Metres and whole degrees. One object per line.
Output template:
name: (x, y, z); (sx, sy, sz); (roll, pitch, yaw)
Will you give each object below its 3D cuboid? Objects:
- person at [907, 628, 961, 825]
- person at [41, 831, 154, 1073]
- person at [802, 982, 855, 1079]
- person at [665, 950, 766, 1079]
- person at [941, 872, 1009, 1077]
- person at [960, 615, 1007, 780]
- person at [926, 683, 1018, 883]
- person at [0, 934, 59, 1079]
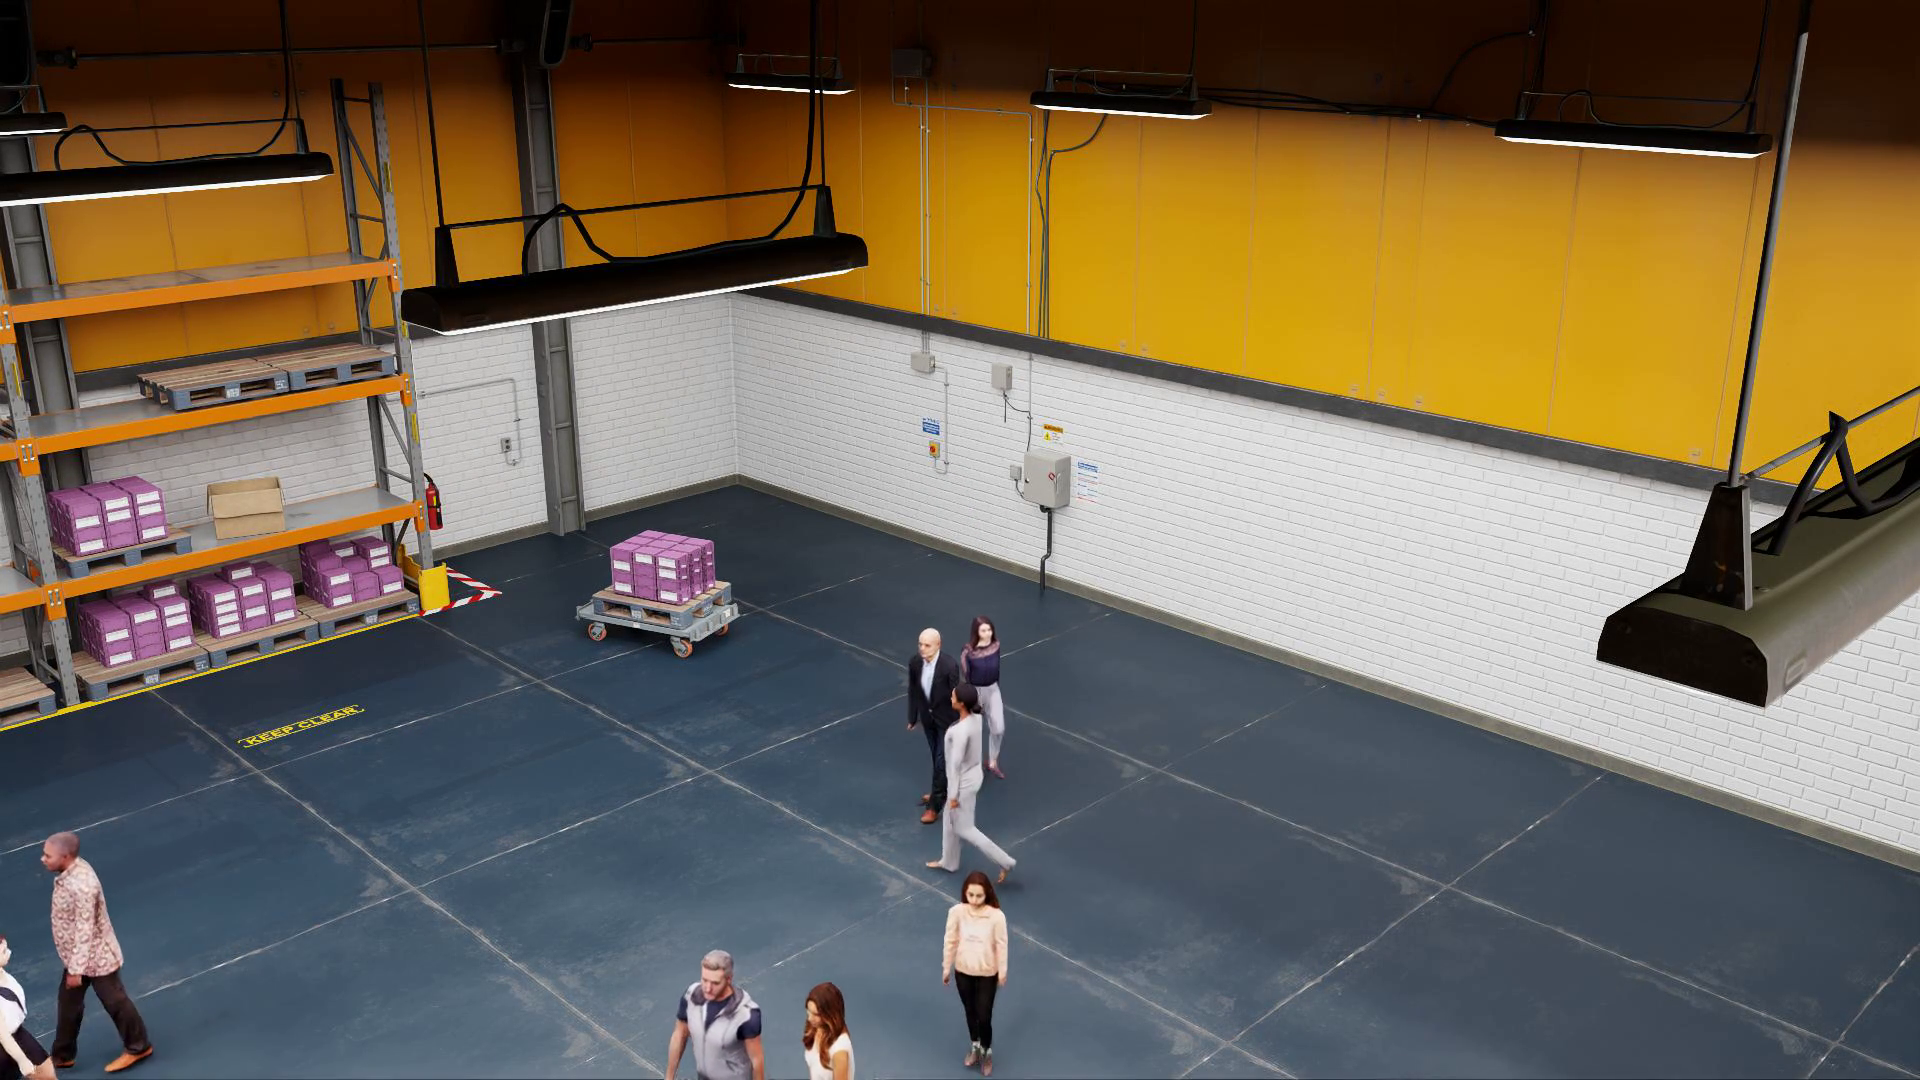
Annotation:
person: (-0.159, 1.563, 14.621); (0.839, 1.766, 1.032); (13, 23, 35)
person: (-5.719, 2.733, 11.116); (0.964, 1.787, 0.702); (-17, 25, -40)
person: (-0.607, 3.283, 9.558); (1.127, 1.739, 0.773); (-10, 21, -27)
person: (-1.324, 3.159, 9.834); (0.797, 1.798, 0.917); (14, 23, 35)
person: (0.130, 2.864, 11.215); (0.662, 1.475, 0.674); (7, 20, 19)
person: (0.155, 1.427, 15.297); (0.664, 1.594, 0.742); (-10, 21, -26)
person: (0.111, 1.982, 13.463); (0.992, 1.712, 1.081); (6, 20, 17)
person: (-5.902, 3.171, 10.103); (1.160, 1.603, 0.912); (-6, 19, -16)
